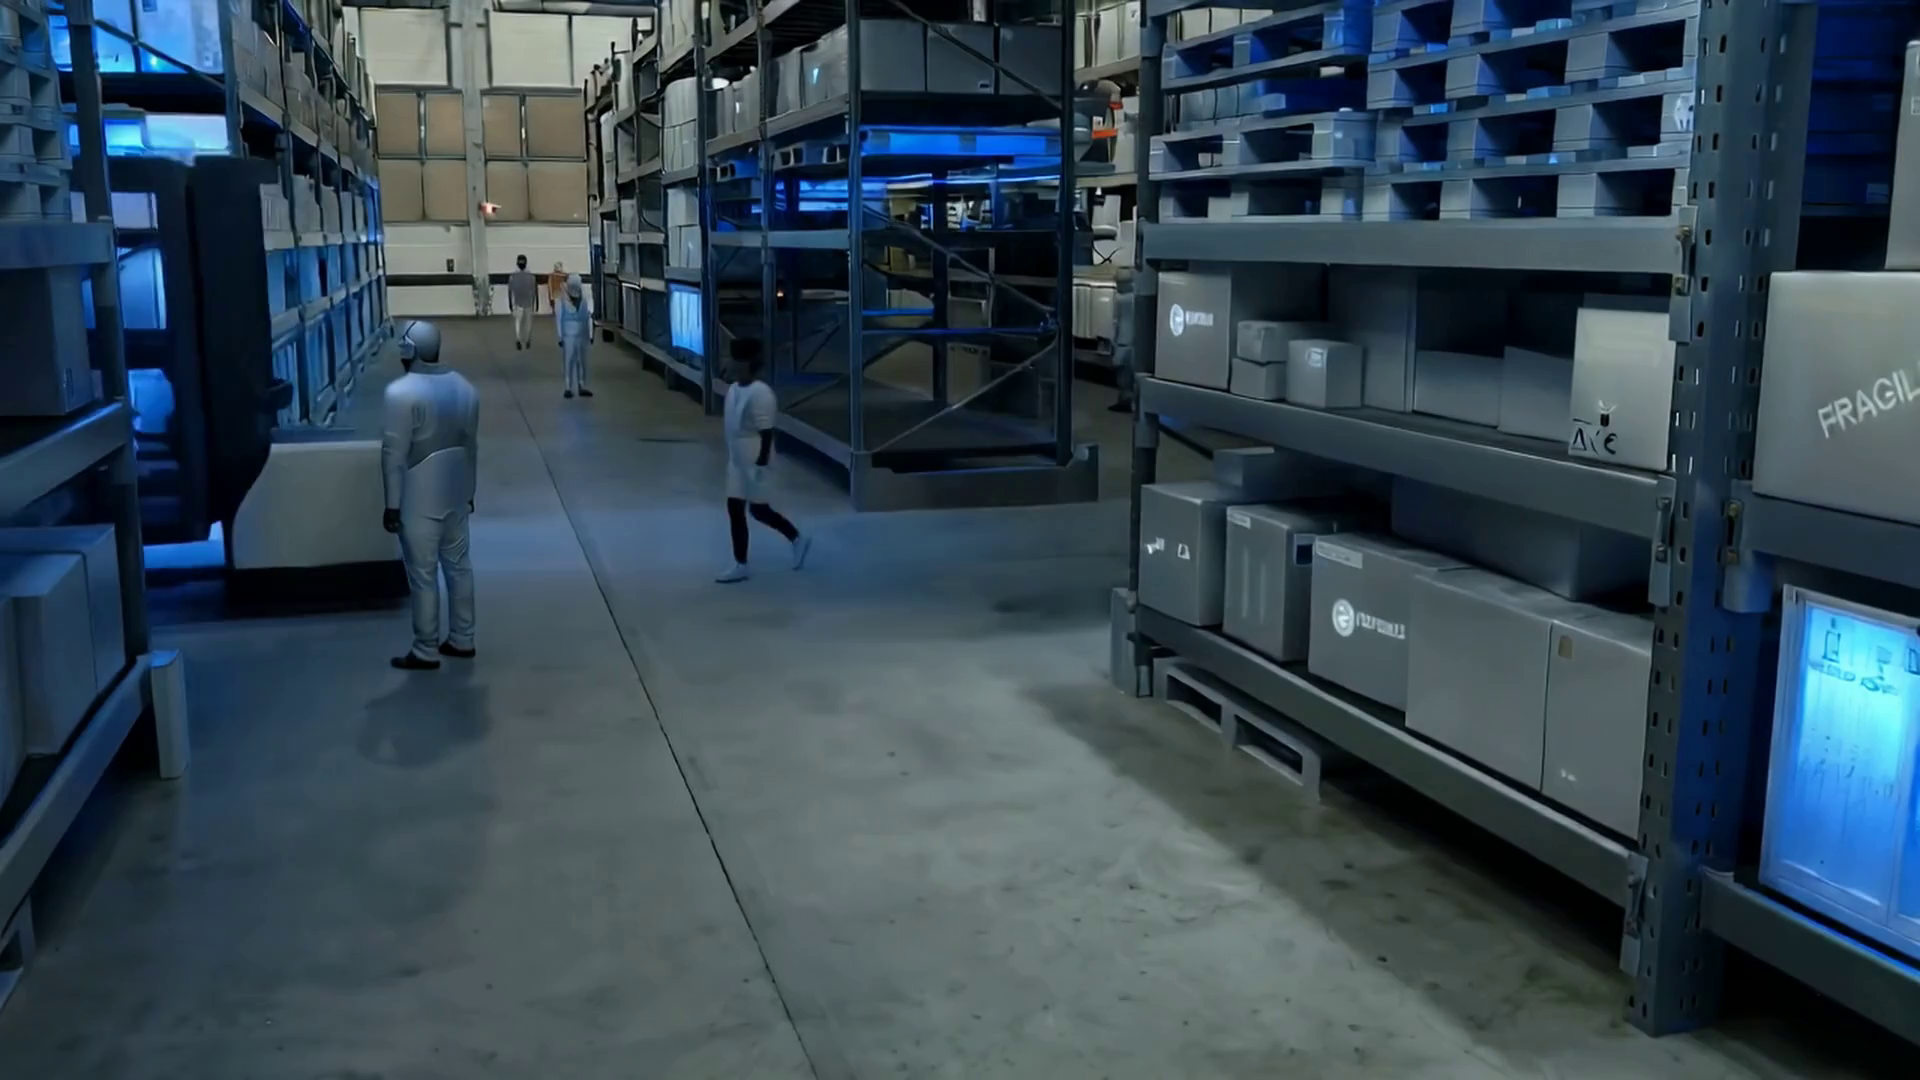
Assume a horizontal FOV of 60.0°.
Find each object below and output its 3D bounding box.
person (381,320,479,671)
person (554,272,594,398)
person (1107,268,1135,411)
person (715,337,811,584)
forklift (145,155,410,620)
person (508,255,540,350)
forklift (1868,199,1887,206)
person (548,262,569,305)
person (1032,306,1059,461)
[{"bbox_3d":[-2.915,-0.245,9.116,0.400,1.901,0.645,5,11,24],"label":"person"},{"bbox_3d":[-5.636,-2.997,24.364,0.590,1.837,0.404,-9,14,-42],"label":"person"},{"bbox_3d":[2.197,-2.685,22.418,0.370,1.929,0.546,8,13,38],"label":"person"},{"bbox_3d":[-1.366,-0.542,11.329,0.600,1.684,0.534,-9,14,-40],"label":"person"},{"bbox_3d":[-4.504,-0.996,10.530,1.873,2.768,1.129,-3,11,-18],"label":"forklift"},{"bbox_3d":[-9.058,-4.930,34.573,0.622,1.977,0.448,-1,10,-8],"label":"person"},{"bbox_3d":[11.338,-2.915,21.052,1.129,2.768,1.873,-3,11,-17],"label":"forklift"},{"bbox_3d":[-9.711,-5.882,40.445,0.525,1.737,0.786,1,10,4],"label":"person"},{"bbox_3d":[0.948,-1.649,17.560,0.288,1.626,0.497,-7,12,-33],"label":"person"}]
